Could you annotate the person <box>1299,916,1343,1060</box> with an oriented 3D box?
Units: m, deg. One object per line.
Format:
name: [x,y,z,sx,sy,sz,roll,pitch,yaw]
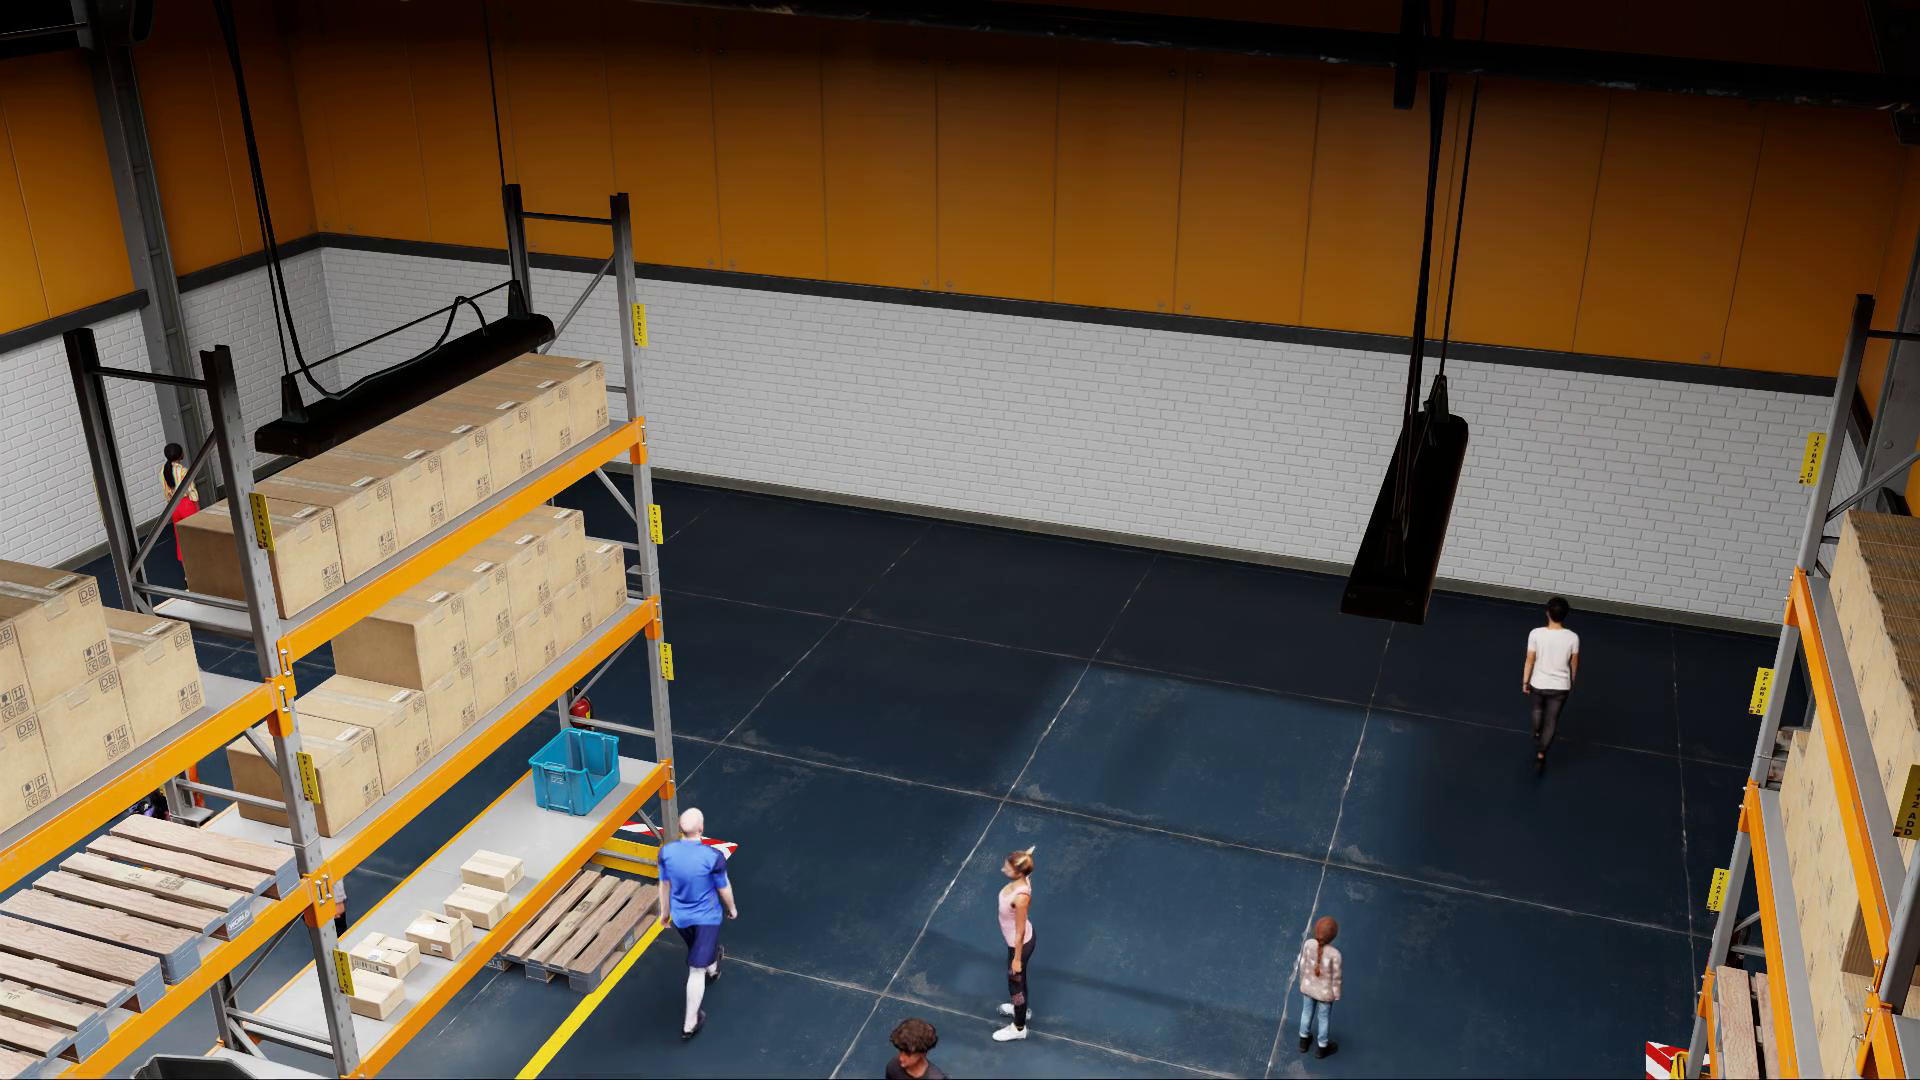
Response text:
person: [2.645,3.283,12.244,0.540,1.194,0.554,18,29,36]

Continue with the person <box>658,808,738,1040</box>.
person: [-2.004,2.885,12.425,0.727,1.779,1.174,7,24,15]

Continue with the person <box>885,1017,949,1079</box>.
person: [-0.227,3.729,10.501,0.700,1.774,0.819,13,27,27]

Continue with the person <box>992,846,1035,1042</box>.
person: [0.446,2.971,12.389,0.760,1.650,0.600,2,24,5]

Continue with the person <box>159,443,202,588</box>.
person: [-9.176,-0.302,19.700,0.619,1.792,0.561,5,24,12]

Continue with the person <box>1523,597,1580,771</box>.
person: [5.648,1.402,15.936,0.700,1.683,1.126,11,26,23]
